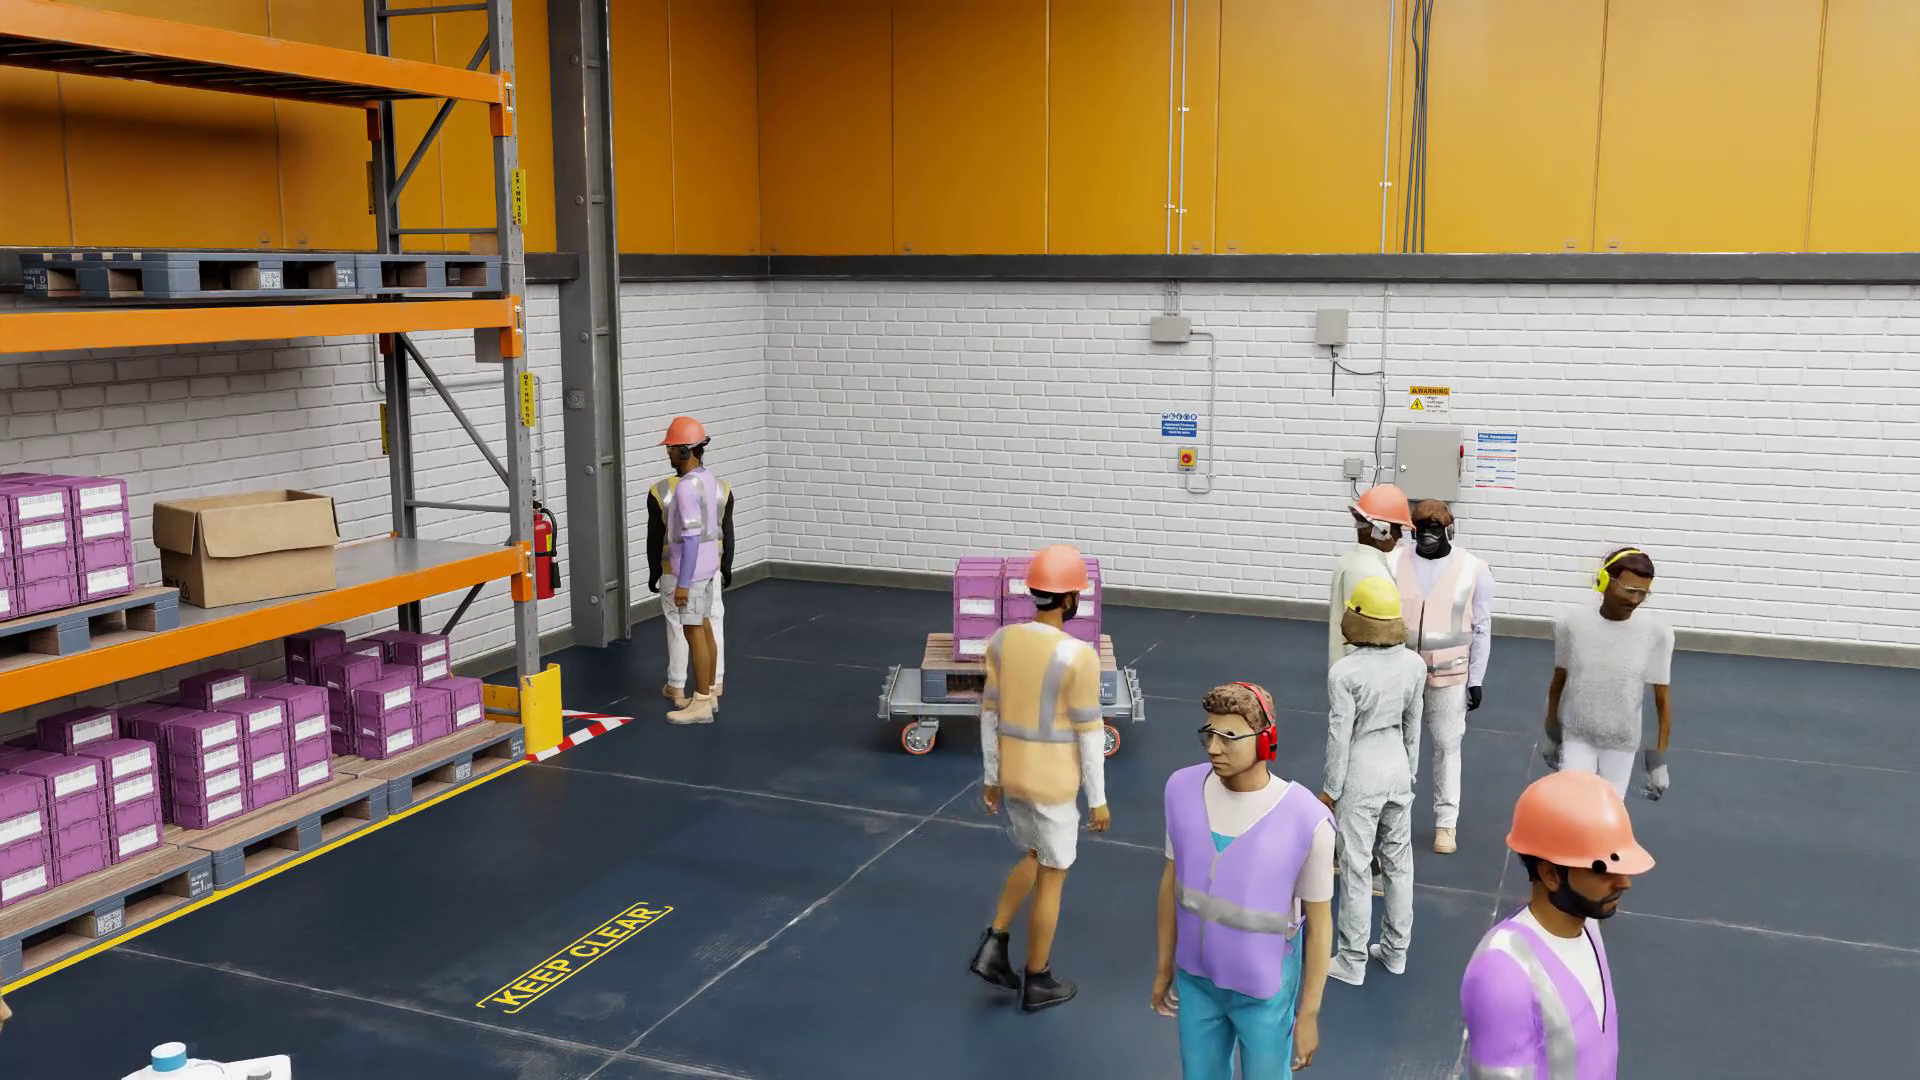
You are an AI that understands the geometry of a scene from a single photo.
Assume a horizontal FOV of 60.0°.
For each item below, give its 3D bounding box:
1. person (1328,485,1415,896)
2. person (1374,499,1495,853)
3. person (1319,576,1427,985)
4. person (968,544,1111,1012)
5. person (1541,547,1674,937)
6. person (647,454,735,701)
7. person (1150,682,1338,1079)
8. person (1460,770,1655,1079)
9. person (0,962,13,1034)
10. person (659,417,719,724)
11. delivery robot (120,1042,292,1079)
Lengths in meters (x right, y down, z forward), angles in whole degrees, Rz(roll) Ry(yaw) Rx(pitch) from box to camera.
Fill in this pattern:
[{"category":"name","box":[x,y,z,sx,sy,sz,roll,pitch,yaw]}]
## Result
[{"category":"person","box":[1.988,0.720,8.089,0.394,1.985,0.608,-1,9,-6]},{"category":"person","box":[2.423,0.699,8.656,0.625,1.844,0.429,4,10,25]},{"category":"person","box":[1.734,1.011,7.052,0.486,1.746,0.290,-5,10,-26]},{"category":"person","box":[0.345,0.971,6.774,0.455,1.924,0.556,-8,12,-41]},{"category":"person","box":[2.867,0.912,7.388,0.535,1.830,0.552,4,10,22]},{"category":"person","box":[-1.892,0.203,11.658,0.634,1.842,0.429,-5,10,-25]},{"category":"person","box":[0.826,1.312,4.920,0.570,1.845,0.381,8,12,41]},{"category":"person","box":[1.321,1.457,3.763,0.370,1.939,0.543,7,12,37]},{"category":"person","box":[-2.116,1.654,3.517,0.318,1.630,0.511,-7,12,-37]},{"category":"person","box":[-1.799,0.200,11.064,0.373,2.043,0.615,0,9,3]},{"category":"delivery robot","box":[-2.503,1.847,5.300,0.707,0.478,0.477,-4,10,-21]}]
